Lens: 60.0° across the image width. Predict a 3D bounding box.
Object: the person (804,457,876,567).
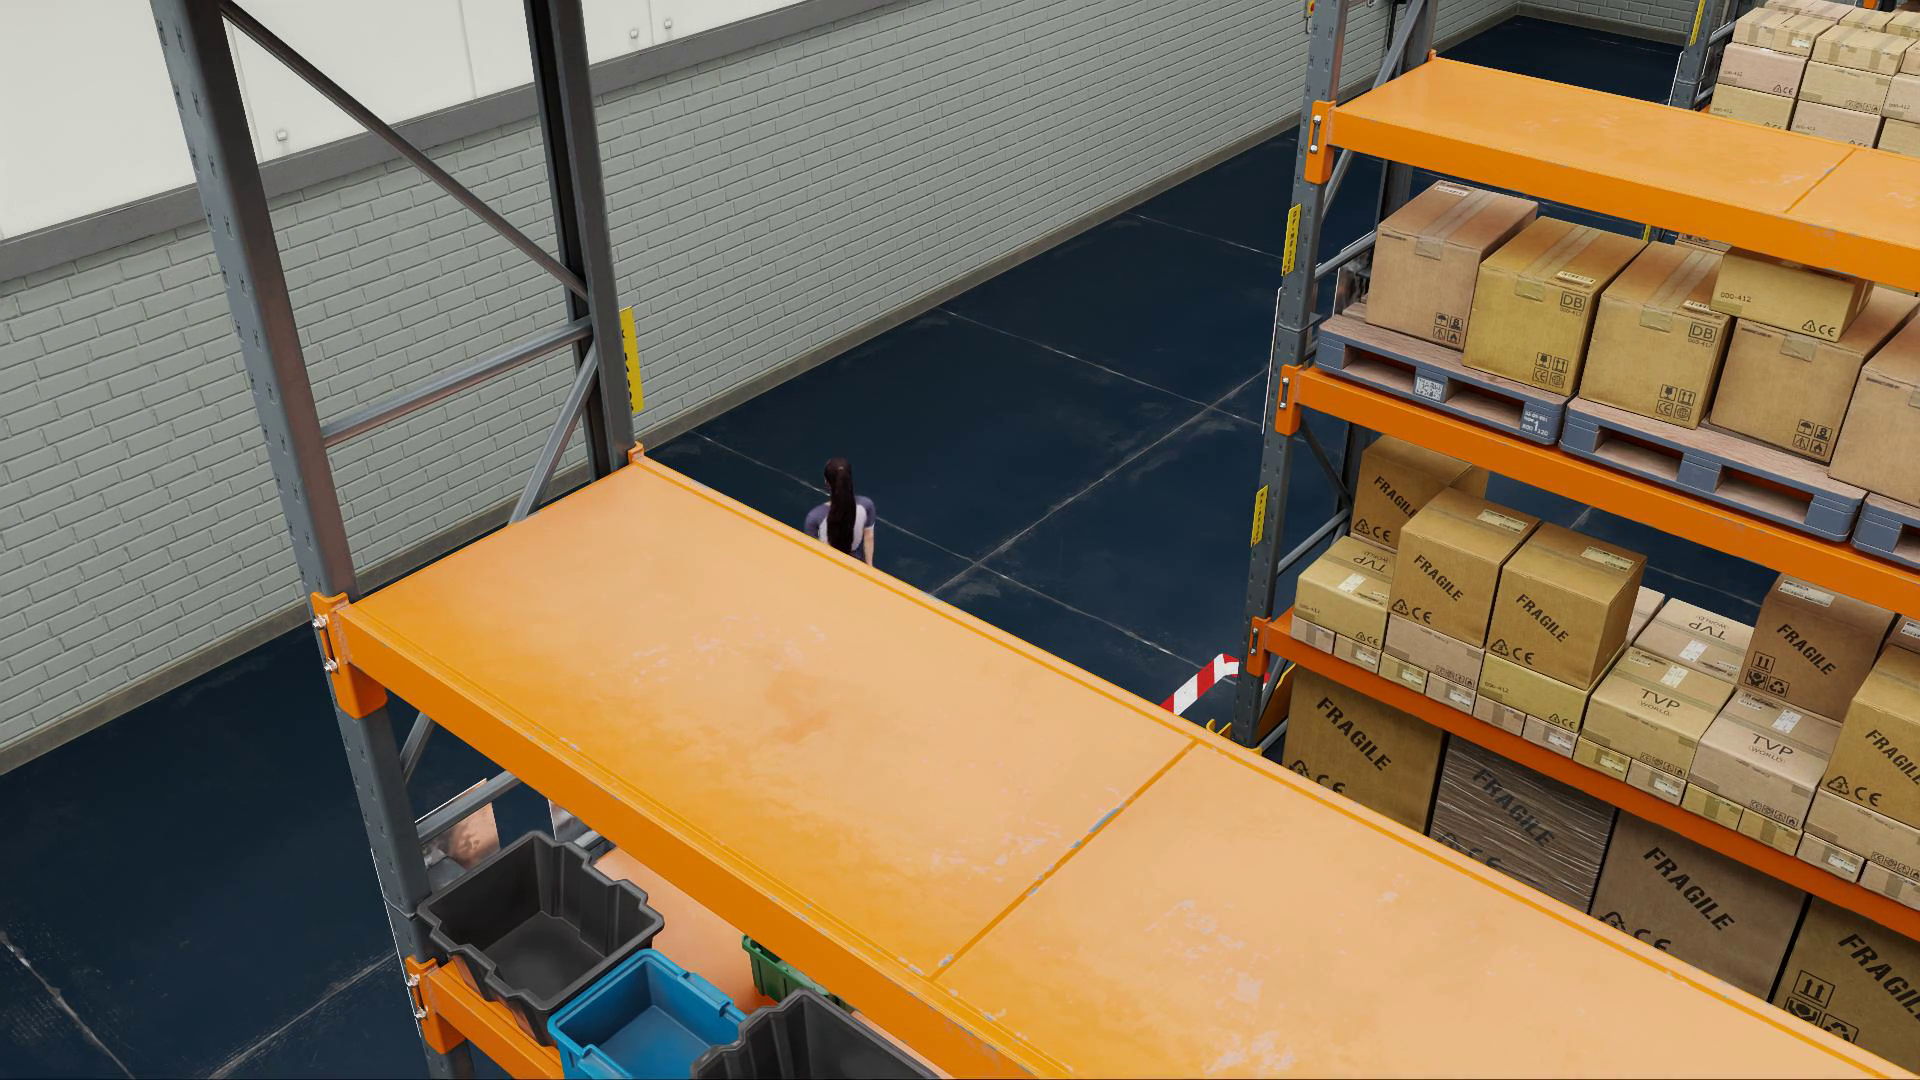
[{"bbox_3d":[-0.686,0.278,9.990,0.839,1.622,1.066,-16,36,-23],"label":"person"}]
